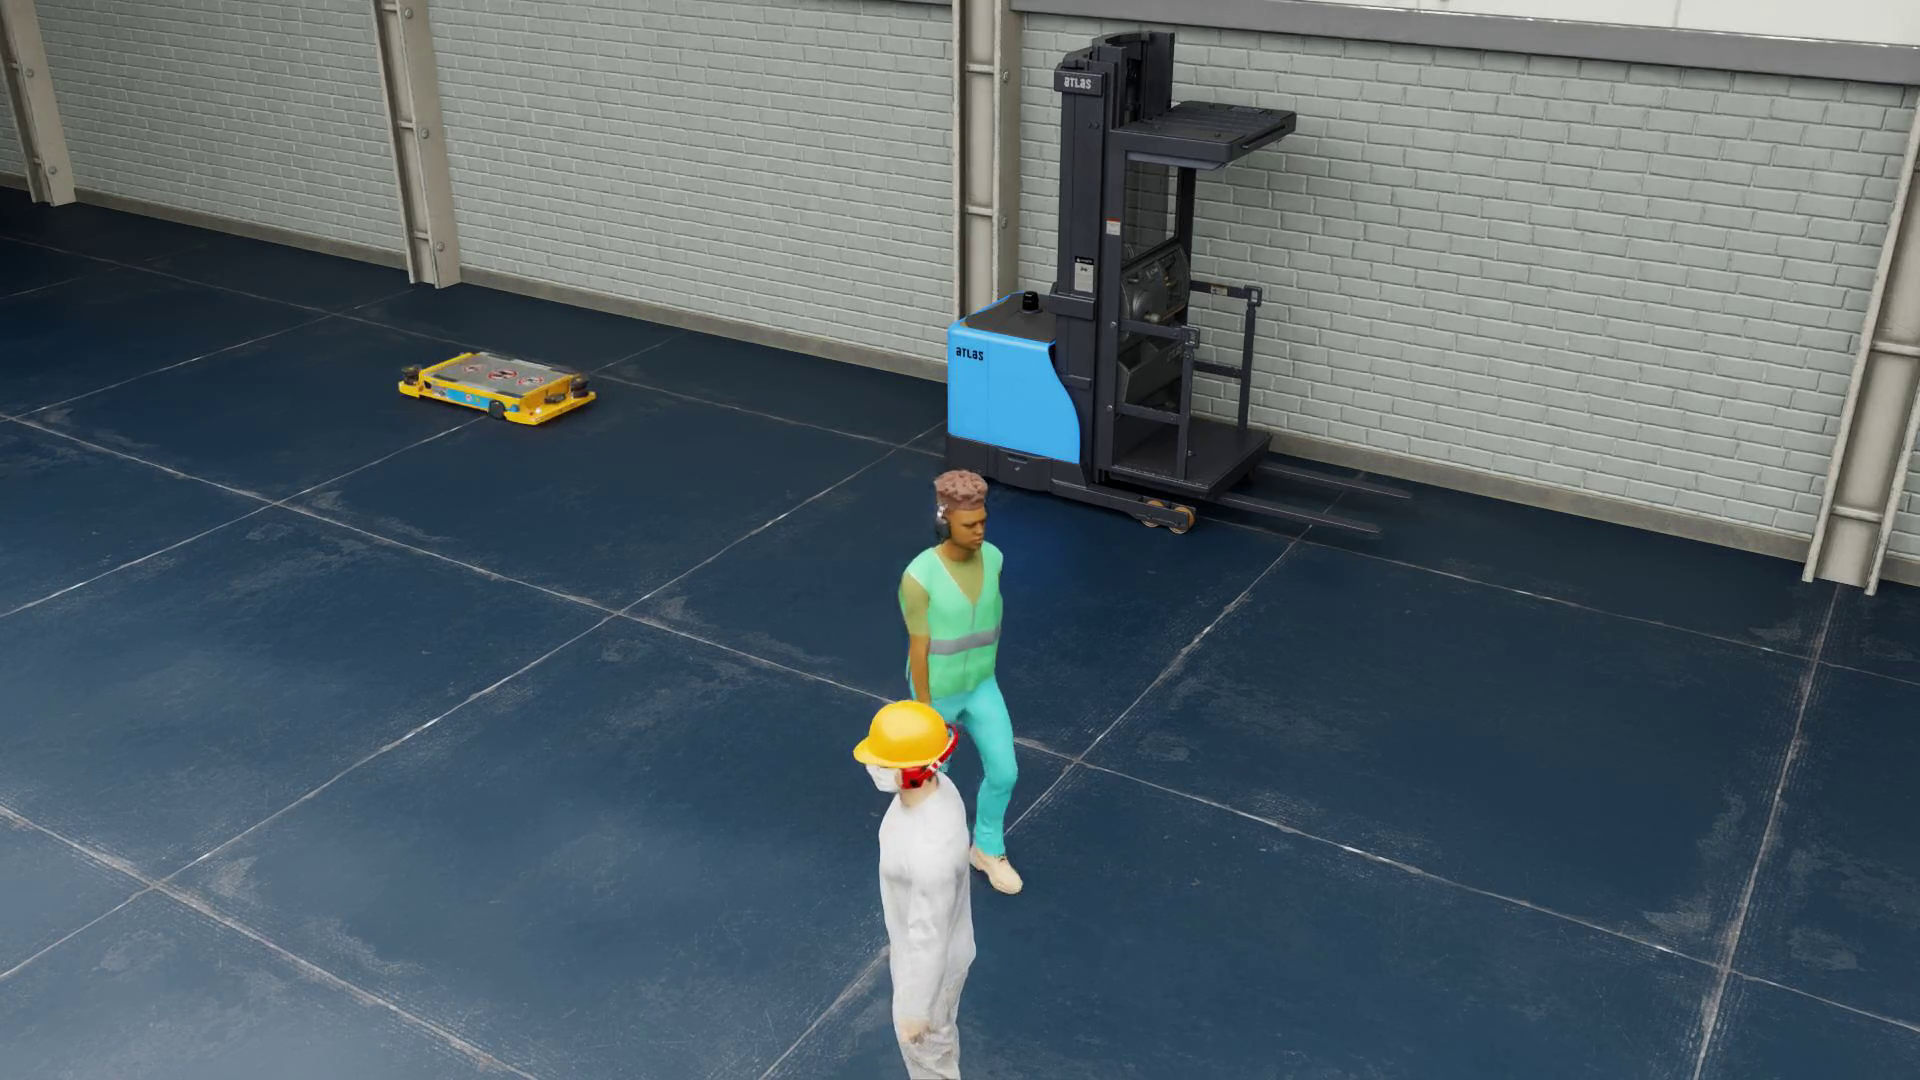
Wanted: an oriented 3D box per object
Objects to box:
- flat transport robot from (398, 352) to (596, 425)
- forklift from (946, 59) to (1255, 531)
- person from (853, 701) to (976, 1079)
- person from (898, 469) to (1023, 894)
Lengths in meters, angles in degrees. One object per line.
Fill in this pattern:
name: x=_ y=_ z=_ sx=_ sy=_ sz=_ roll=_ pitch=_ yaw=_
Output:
flat transport robot: x=-3.558 y=-1.178 z=12.750 sx=1.431 sy=0.231 sz=0.659 roll=14 pitch=29 yaw=28
forklift: x=0.933 y=-1.707 z=10.833 sx=1.873 sy=2.768 sz=1.129 roll=15 pitch=29 yaw=28
person: x=-0.141 y=1.355 z=5.502 sx=0.382 sy=1.888 sz=0.569 roll=-2 pitch=25 yaw=-4
person: x=0.015 y=0.643 z=6.912 sx=0.485 sy=1.960 sz=0.639 roll=-15 pitch=29 yaw=-29
